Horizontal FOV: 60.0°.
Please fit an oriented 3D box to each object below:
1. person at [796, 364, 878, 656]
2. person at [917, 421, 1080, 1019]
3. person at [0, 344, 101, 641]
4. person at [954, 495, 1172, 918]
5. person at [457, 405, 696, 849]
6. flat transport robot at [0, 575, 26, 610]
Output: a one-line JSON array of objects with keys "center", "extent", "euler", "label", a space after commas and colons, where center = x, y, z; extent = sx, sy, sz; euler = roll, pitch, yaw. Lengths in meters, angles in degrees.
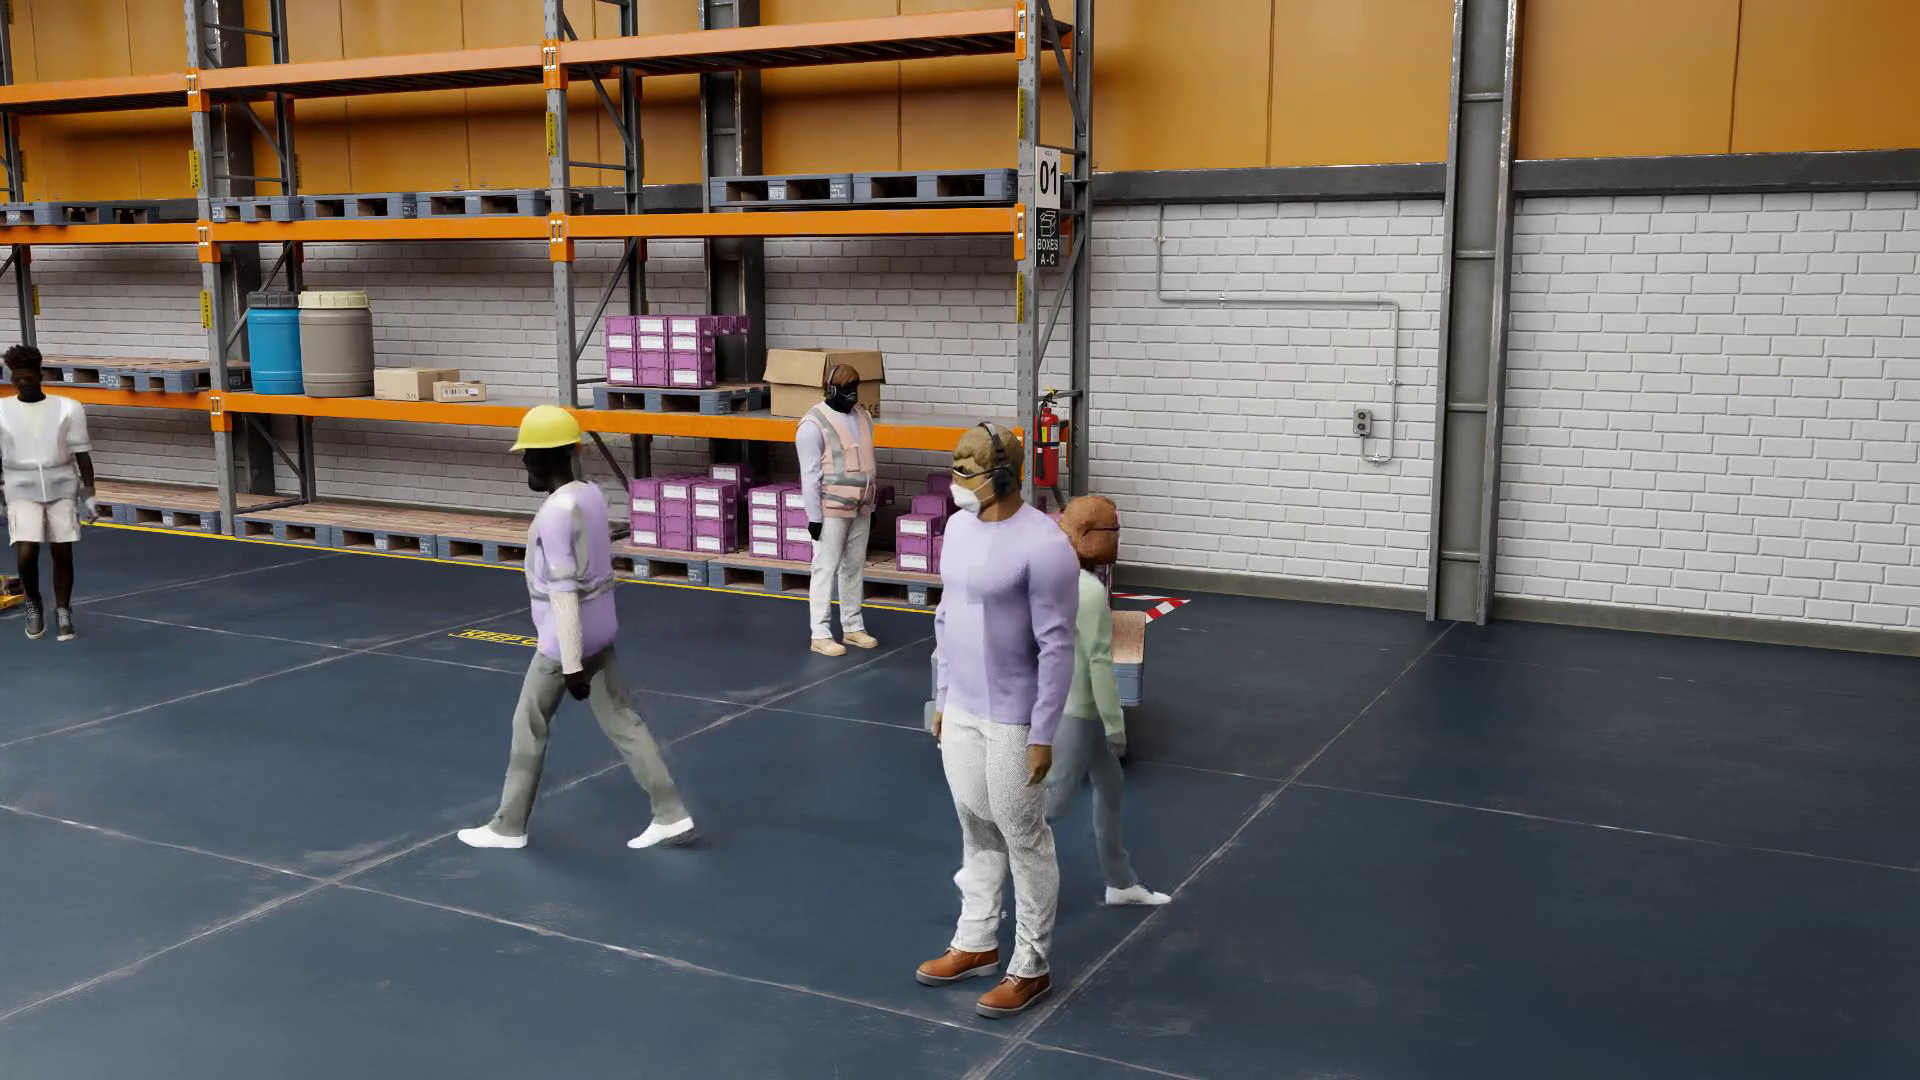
[{"center": [-0.744, -0.192, 10.490], "extent": [0.430, 1.836, 0.619], "euler": [7, 11, 36], "label": "person"}, {"center": [0.120, 0.576, 5.430], "extent": [0.370, 1.934, 0.627], "euler": [-7, 11, -36], "label": "person"}, {"center": [-5.938, -0.294, 10.774], "extent": [0.621, 1.945, 0.424], "euler": [-6, 11, -31], "label": "person"}, {"center": [0.384, 0.622, 6.168], "extent": [0.797, 1.605, 0.505], "euler": [0, 9, -2], "label": "person"}, {"center": [-1.574, 0.381, 6.843], "extent": [1.007, 1.879, 0.579], "euler": [2, 9, 10], "label": "person"}, {"center": [-7.407, 0.398, 11.636], "extent": [1.431, 0.197, 0.652], "euler": [-1, 9, -5], "label": "flat transport robot"}]
